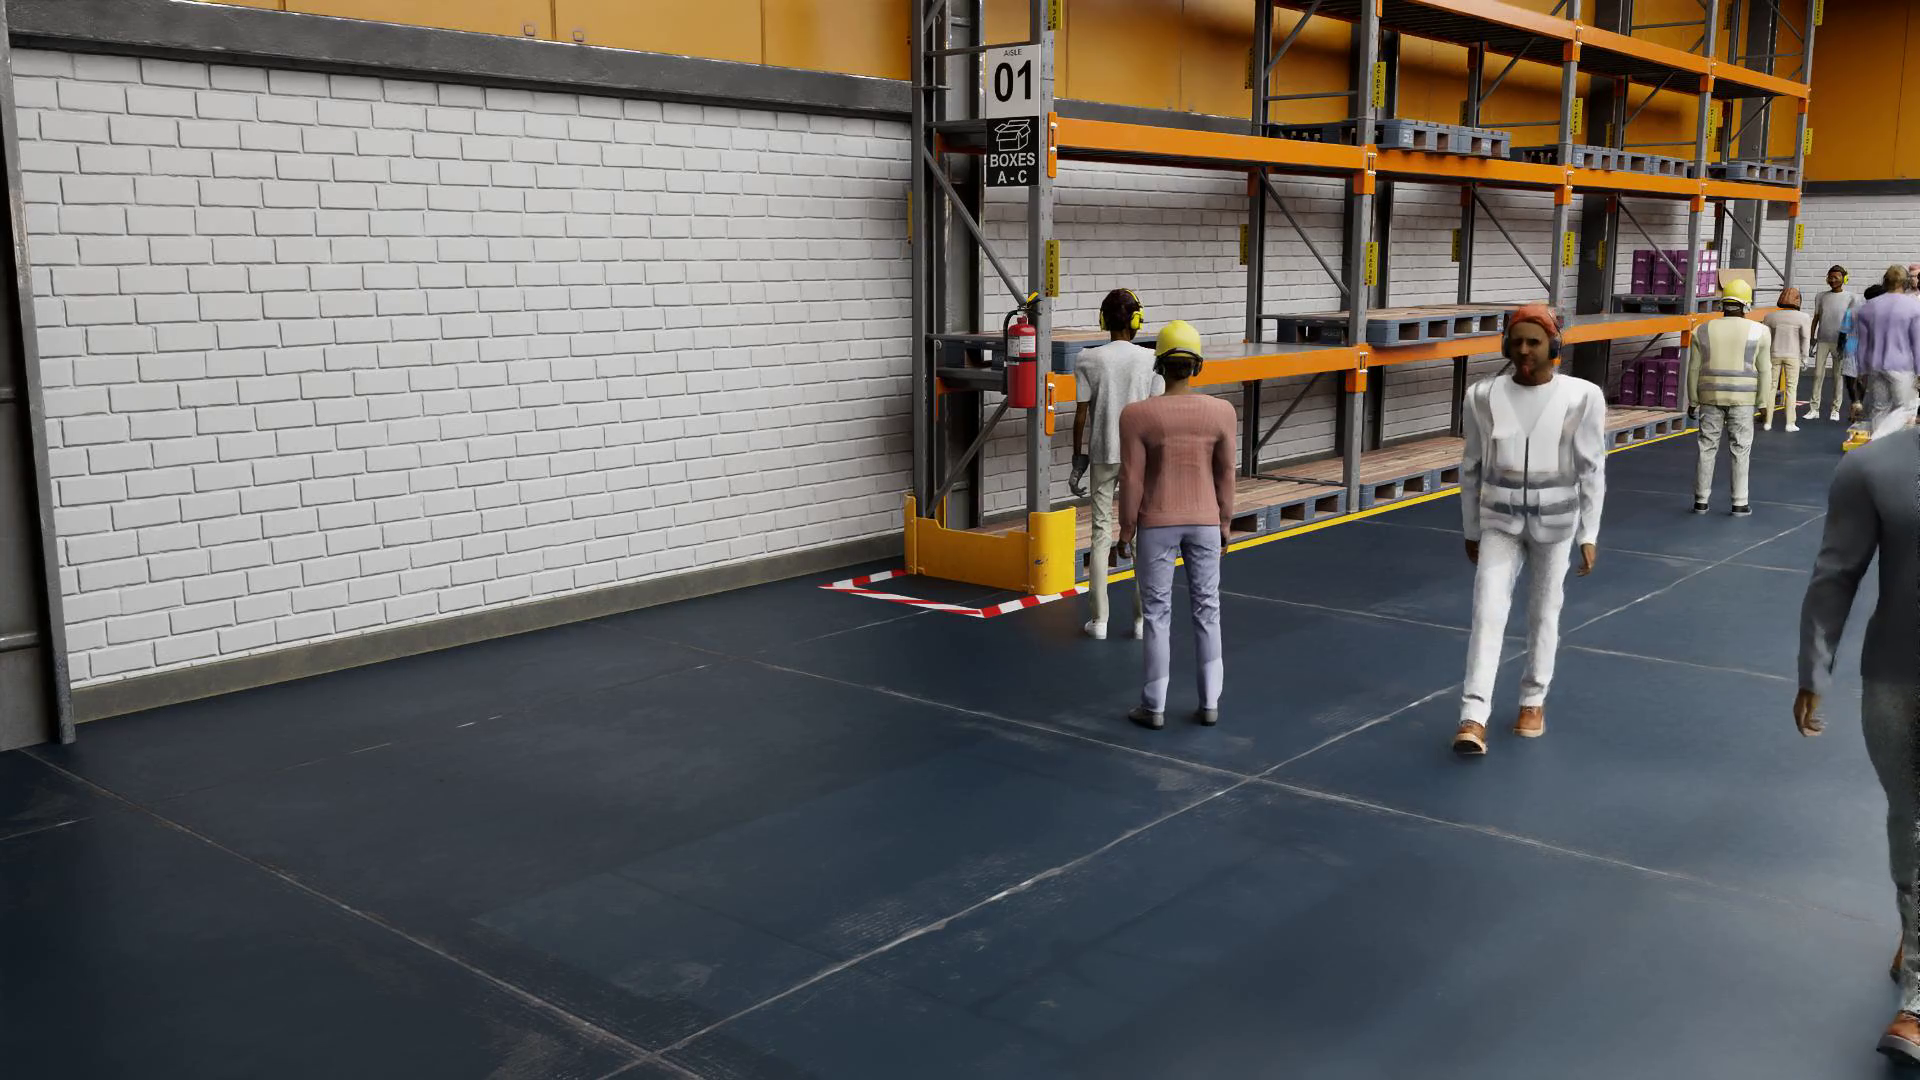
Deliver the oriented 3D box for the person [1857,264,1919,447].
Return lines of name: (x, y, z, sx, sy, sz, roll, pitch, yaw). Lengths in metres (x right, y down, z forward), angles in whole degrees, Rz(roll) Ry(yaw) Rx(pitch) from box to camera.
person: (8.534, -1.565, 15.310, 0.620, 1.927, 0.645, -5, 11, -28)

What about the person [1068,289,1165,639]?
person: (0.843, -0.397, 8.847, 0.533, 1.863, 0.317, 0, 10, 2)

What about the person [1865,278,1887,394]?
person: (13.052, -2.871, 23.409, 0.318, 1.697, 0.533, 1, 10, 5)

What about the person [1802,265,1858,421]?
person: (10.528, -2.377, 20.103, 0.513, 1.872, 0.328, 9, 13, 41)

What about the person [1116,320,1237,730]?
person: (0.928, -0.057, 7.188, 0.525, 1.769, 0.327, -1, 10, -8)

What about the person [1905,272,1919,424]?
person: (11.216, -2.241, 19.408, 0.624, 1.844, 0.429, -3, 10, -16)

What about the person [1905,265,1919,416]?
person: (11.851, -2.469, 20.670, 0.656, 1.851, 0.979, 5, 11, 25)

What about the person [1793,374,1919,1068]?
person: (2.569, 0.378, 4.384, 0.655, 1.881, 1.039, 8, 13, 37)

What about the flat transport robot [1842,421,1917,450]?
flat transport robot: (9.556, -1.063, 17.171, 0.652, 0.197, 1.431, 6, 12, 32)

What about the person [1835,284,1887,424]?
person: (10.693, -2.194, 19.668, 0.543, 1.655, 0.759, 3, 10, 15)

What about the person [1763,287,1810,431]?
person: (9.371, -2.050, 18.910, 0.509, 1.632, 0.267, 8, 13, 37)

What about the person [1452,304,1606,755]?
person: (2.308, -0.025, 6.800, 0.583, 1.836, 0.968, 5, 11, 24)

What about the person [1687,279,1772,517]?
person: (5.966, -1.096, 12.913, 0.600, 1.832, 0.404, 6, 12, 32)
